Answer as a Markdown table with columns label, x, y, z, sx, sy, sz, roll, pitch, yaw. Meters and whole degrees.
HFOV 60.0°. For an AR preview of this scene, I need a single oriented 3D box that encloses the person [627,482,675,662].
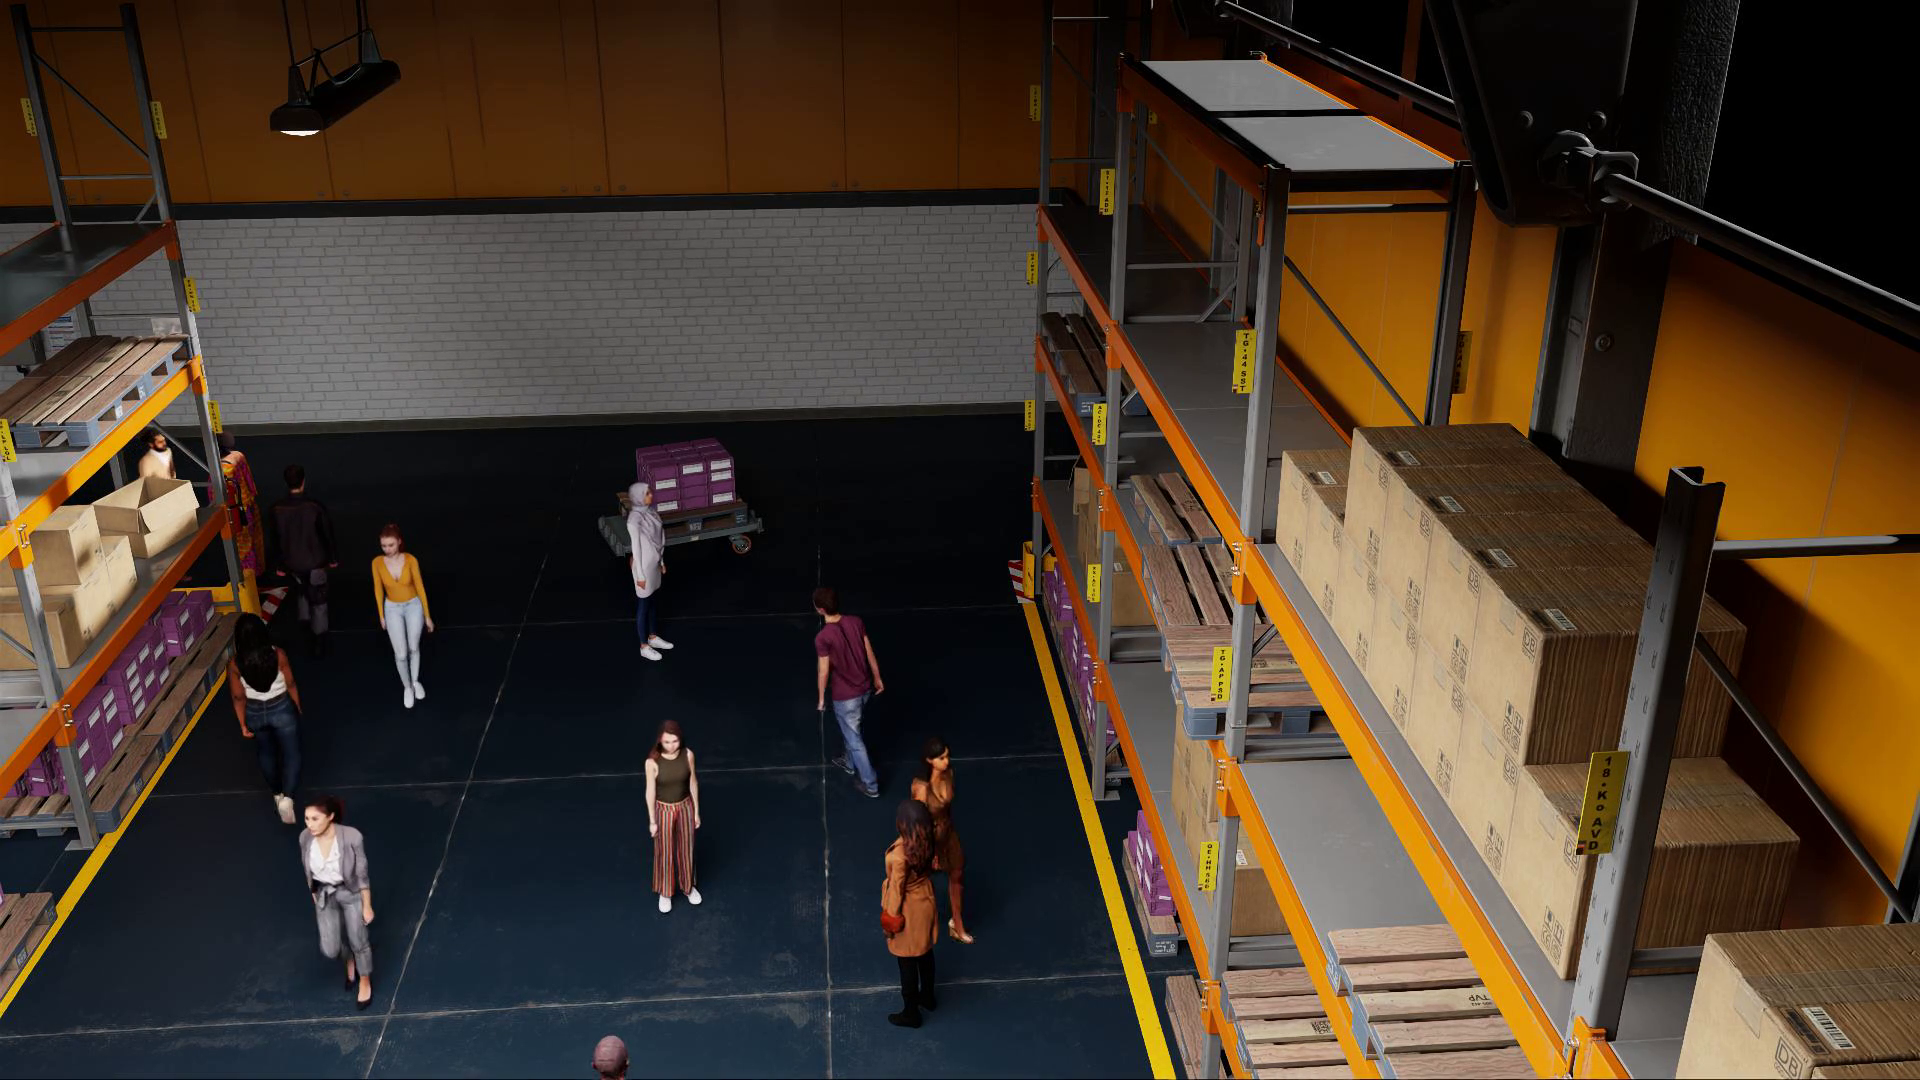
| label | x | y | z | sx | sy | sz | roll | pitch | yaw |
| --- | --- | --- | --- | --- | --- | --- | --- | --- | --- |
| person | -3.000 | 0.275 | 15.915 | 0.741 | 1.775 | 0.604 | 8 | 25 | 18 |

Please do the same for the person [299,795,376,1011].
| label | x | y | z | sx | sy | sz | roll | pitch | yaw |
| --- | --- | --- | --- | --- | --- | --- | --- | --- | --- |
| person | -4.129 | 2.389 | 11.219 | 0.640 | 1.664 | 0.634 | 0 | 24 | -1 |

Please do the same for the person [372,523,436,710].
| label | x | y | z | sx | sy | sz | roll | pitch | yaw |
| --- | --- | --- | --- | --- | --- | --- | --- | --- | --- |
| person | -5.068 | 0.639 | 15.132 | 0.715 | 1.736 | 0.771 | -10 | 26 | -22 |

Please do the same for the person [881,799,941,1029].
| label | x | y | z | sx | sy | sz | roll | pitch | yaw |
| --- | --- | --- | --- | --- | --- | --- | --- | --- | --- |
| person | -0.320 | 2.454 | 10.999 | 0.833 | 1.721 | 0.736 | 13 | 27 | 28 |

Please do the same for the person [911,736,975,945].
| label | x | y | z | sx | sy | sz | roll | pitch | yaw |
| --- | --- | --- | --- | --- | --- | --- | --- | --- | --- |
| person | -0.268 | 2.117 | 11.837 | 0.874 | 1.666 | 0.808 | 20 | 31 | 39 |

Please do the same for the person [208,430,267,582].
| label | x | y | z | sx | sy | sz | roll | pitch | yaw |
| --- | --- | --- | --- | --- | --- | --- | --- | --- | --- |
| person | -7.685 | -0.398 | 17.567 | 0.700 | 1.686 | 0.583 | -3 | 24 | -7 |

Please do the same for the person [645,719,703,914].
| label | x | y | z | sx | sy | sz | roll | pitch | yaw |
| --- | --- | --- | --- | --- | --- | --- | --- | --- | --- |
| person | -2.114 | 1.995 | 12.249 | 0.616 | 1.559 | 0.613 | -10 | 25 | -21 |

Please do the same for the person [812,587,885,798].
| label | x | y | z | sx | sy | sz | roll | pitch | yaw |
| --- | --- | --- | --- | --- | --- | --- | --- | --- | --- |
| person | -0.837 | 1.268 | 13.623 | 1.055 | 1.792 | 0.996 | 21 | 31 | 40 |

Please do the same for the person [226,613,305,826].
| label | x | y | z | sx | sy | sz | roll | pitch | yaw |
| --- | --- | --- | --- | --- | --- | --- | --- | --- | --- |
| person | -5.476 | 1.447 | 13.221 | 0.744 | 1.786 | 1.088 | -6 | 24 | -14 |

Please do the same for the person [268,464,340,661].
| label | x | y | z | sx | sy | sz | roll | pitch | yaw |
| --- | --- | --- | --- | --- | --- | --- | --- | --- | --- |
| person | -6.236 | 0.242 | 15.796 | 0.720 | 1.932 | 0.674 | -2 | 24 | -5 |

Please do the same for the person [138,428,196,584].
| label | x | y | z | sx | sy | sz | roll | pitch | yaw |
| --- | --- | --- | --- | --- | --- | --- | --- | --- | --- |
| person | -8.447 | -0.367 | 17.453 | 0.833 | 1.719 | 0.896 | 1 | 24 | 2 |
